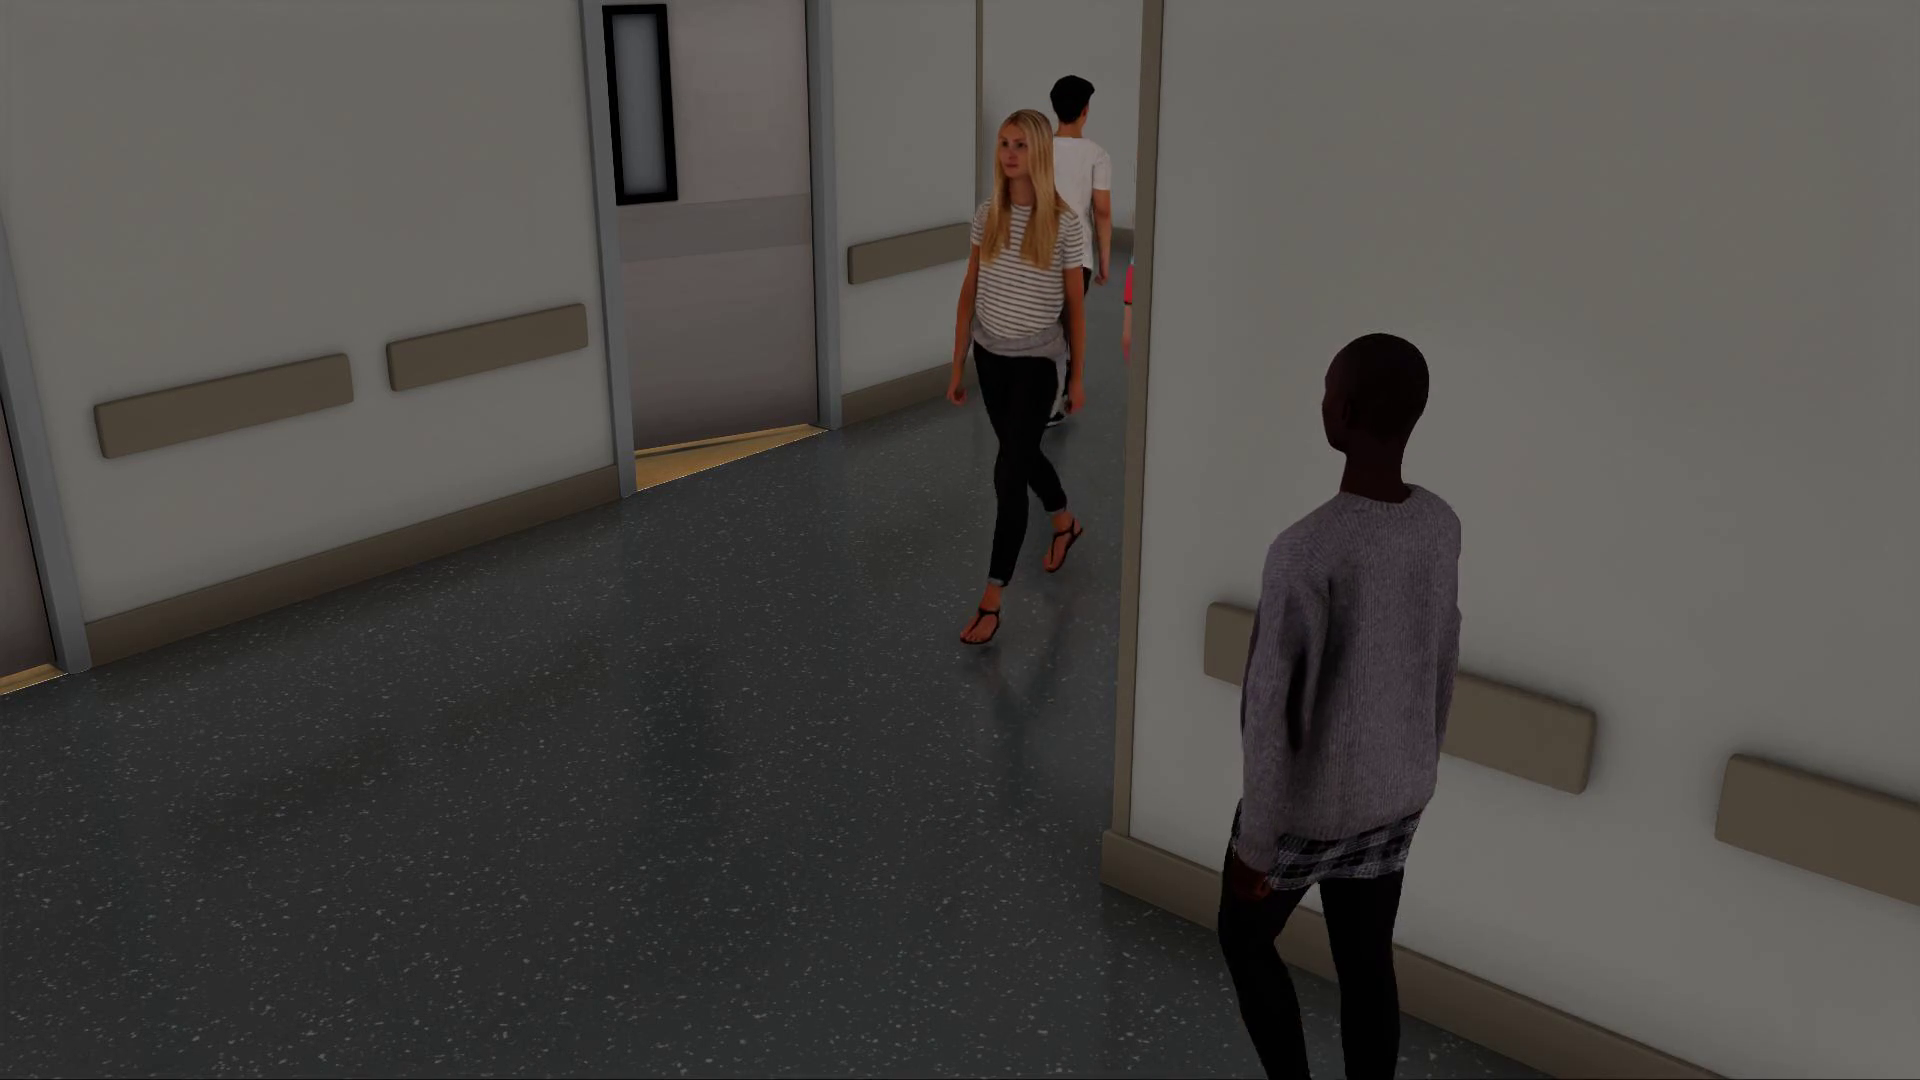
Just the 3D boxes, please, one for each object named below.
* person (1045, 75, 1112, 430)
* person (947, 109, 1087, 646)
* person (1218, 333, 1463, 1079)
[{"bbox_3d":[0.449,-1.371,8.186,0.827,1.658,1.186,10,23,24],"label":"person"},{"bbox_3d":[0.255,-0.605,5.989,0.751,1.782,1.234,12,24,28],"label":"person"},{"bbox_3d":[0.758,0.517,3.052,0.646,1.764,0.792,-12,24,-28],"label":"person"}]
